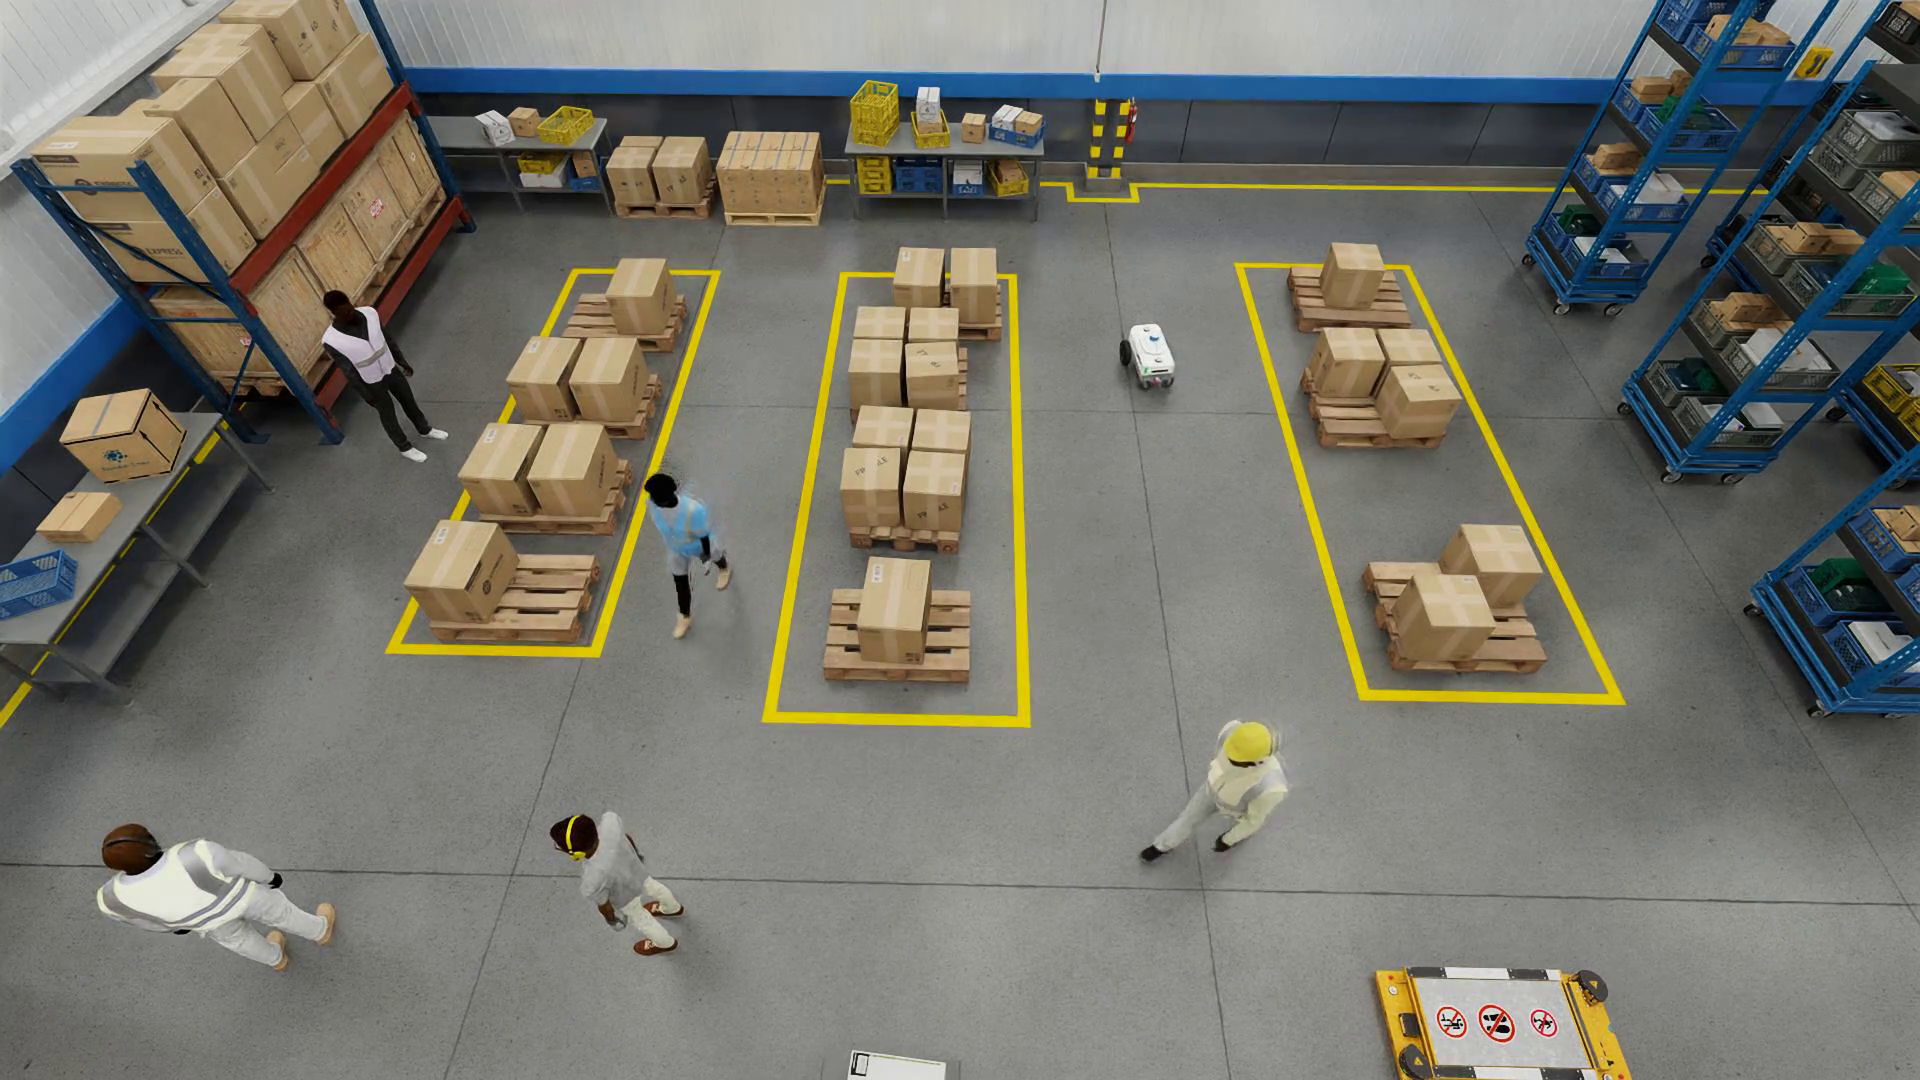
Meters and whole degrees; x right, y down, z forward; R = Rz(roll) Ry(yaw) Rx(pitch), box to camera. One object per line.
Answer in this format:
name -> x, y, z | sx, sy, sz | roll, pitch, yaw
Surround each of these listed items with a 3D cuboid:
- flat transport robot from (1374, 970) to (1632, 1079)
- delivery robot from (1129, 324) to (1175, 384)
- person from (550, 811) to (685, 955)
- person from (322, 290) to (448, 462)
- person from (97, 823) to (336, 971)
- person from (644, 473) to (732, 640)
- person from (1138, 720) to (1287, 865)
flat transport robot -> 3.501, 3.133, 5.914 | 1.431, 0.197, 0.652 | 1, 51, 1
delivery robot -> 2.062, -2.021, 9.876 | 0.477, 0.478, 0.707 | -5, 51, -4
person -> -2.100, 2.142, 5.708 | 0.328, 1.862, 0.503 | 4, 51, 3
person -> -5.513, -1.566, 8.700 | 0.396, 1.910, 0.585 | 15, 52, 12
person -> -4.578, 2.208, 5.662 | 0.636, 1.840, 0.429 | -27, 56, -20
person -> -2.254, 0.063, 7.535 | 0.540, 1.636, 0.897 | 8, 51, 6
person -> 1.747, 1.728, 6.088 | 0.955, 1.776, 0.587 | -23, 54, -18
